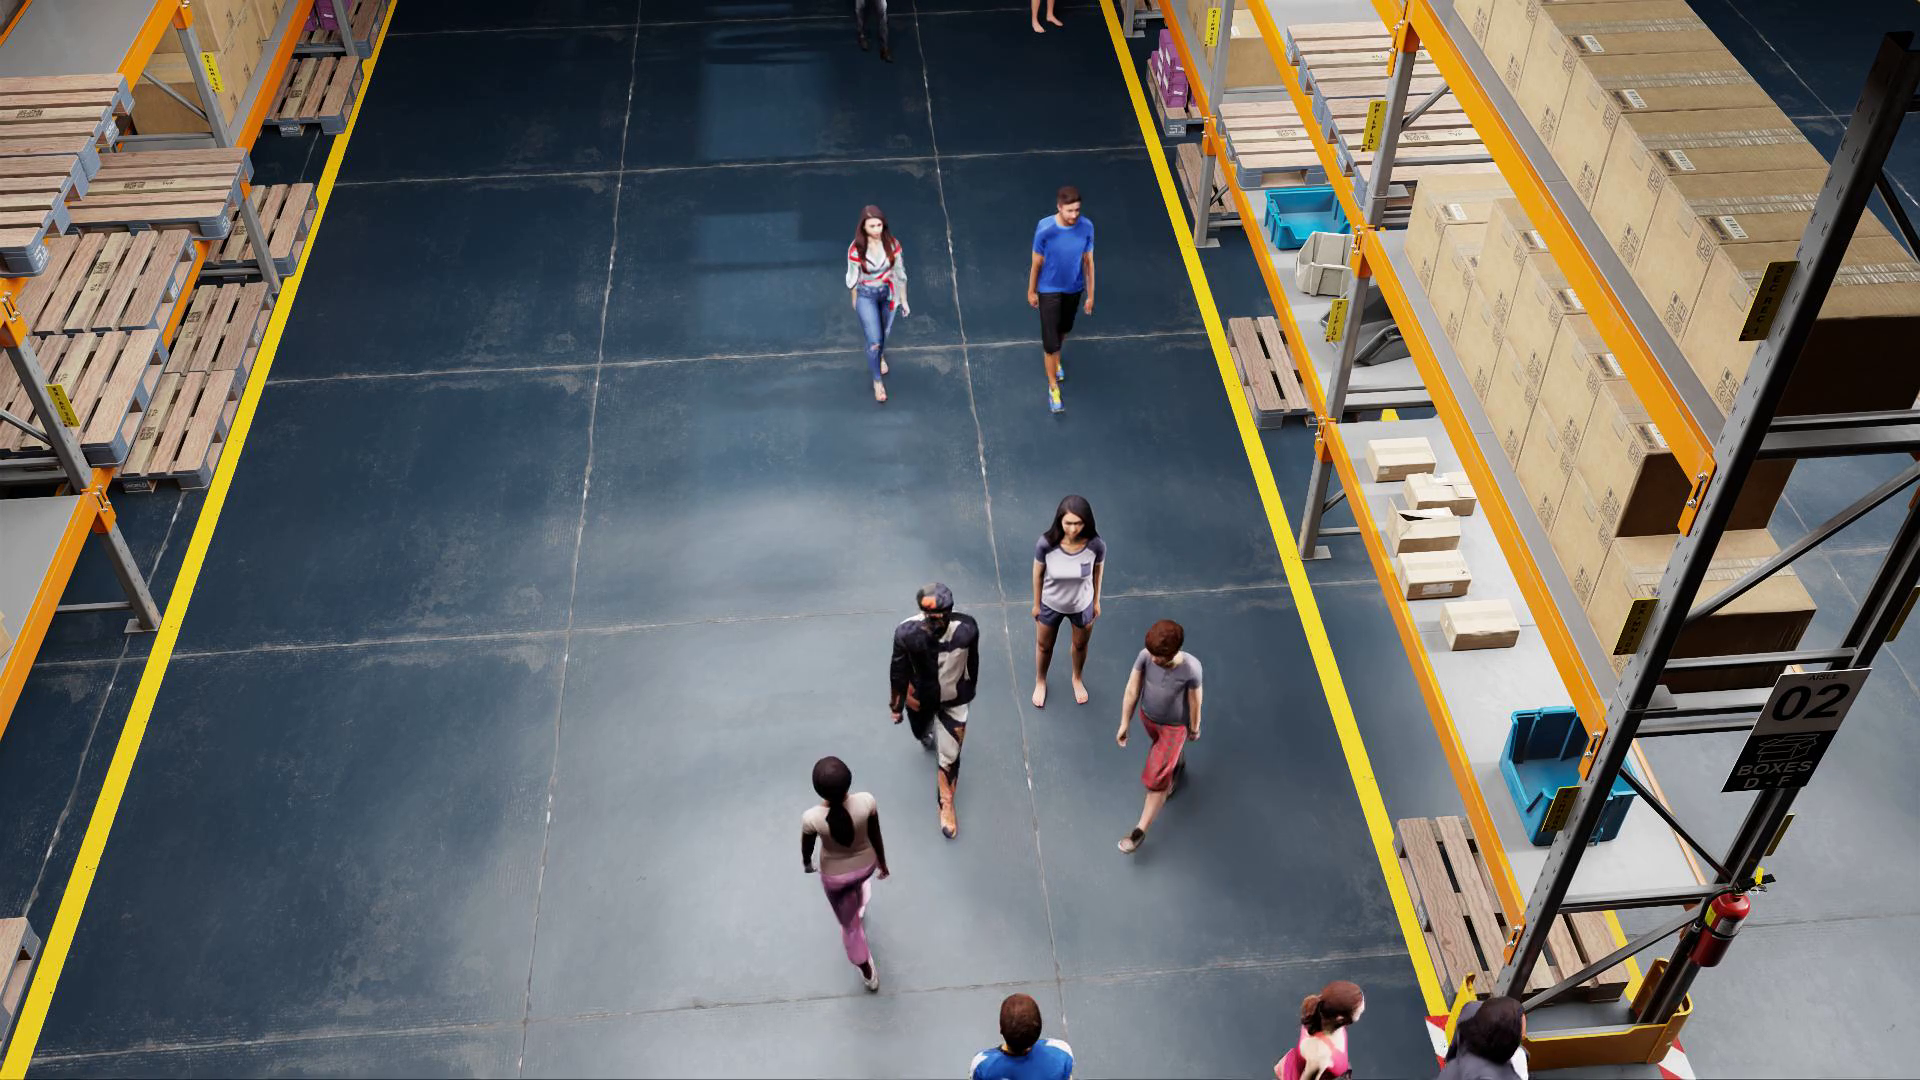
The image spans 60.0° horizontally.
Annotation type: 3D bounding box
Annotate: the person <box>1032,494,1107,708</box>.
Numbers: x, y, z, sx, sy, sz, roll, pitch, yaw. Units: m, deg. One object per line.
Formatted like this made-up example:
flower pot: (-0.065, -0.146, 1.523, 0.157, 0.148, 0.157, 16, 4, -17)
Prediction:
person: (0.677, 0.378, 10.461, 0.591, 1.706, 0.523, -2, 44, -2)

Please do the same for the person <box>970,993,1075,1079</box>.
person: (0.293, 2.833, 7.794, 0.705, 1.830, 1.197, -6, 44, -6)

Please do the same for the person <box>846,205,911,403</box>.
person: (-0.665, -1.945, 12.986, 0.727, 1.586, 0.924, -14, 45, -15)

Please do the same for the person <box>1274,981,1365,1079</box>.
person: (1.593, 2.640, 8.075, 0.737, 1.721, 0.923, 6, 44, 6)

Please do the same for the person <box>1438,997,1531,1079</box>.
person: (2.421, 2.714, 8.103, 0.846, 1.576, 0.905, 6, 44, 6)

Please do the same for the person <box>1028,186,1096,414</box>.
person: (0.747, -1.986, 12.850, 0.723, 1.833, 1.033, -10, 44, -10)

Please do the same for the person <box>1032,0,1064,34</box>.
person: (0.939, -6.165, 17.312, 0.690, 1.729, 0.708, -28, 50, -26)

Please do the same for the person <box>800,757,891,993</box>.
person: (-0.581, 1.845, 8.914, 0.765, 1.715, 1.029, -13, 45, -13)

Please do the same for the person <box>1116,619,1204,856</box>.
person: (1.251, 1.010, 9.873, 1.051, 1.602, 1.168, 24, 49, 23)

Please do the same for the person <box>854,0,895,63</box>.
person: (-0.985, -5.810, 16.924, 0.787, 1.750, 0.993, -11, 45, -11)

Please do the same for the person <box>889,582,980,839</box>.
person: (-0.147, 0.850, 9.855, 0.677, 1.857, 1.144, -3, 44, -3)
